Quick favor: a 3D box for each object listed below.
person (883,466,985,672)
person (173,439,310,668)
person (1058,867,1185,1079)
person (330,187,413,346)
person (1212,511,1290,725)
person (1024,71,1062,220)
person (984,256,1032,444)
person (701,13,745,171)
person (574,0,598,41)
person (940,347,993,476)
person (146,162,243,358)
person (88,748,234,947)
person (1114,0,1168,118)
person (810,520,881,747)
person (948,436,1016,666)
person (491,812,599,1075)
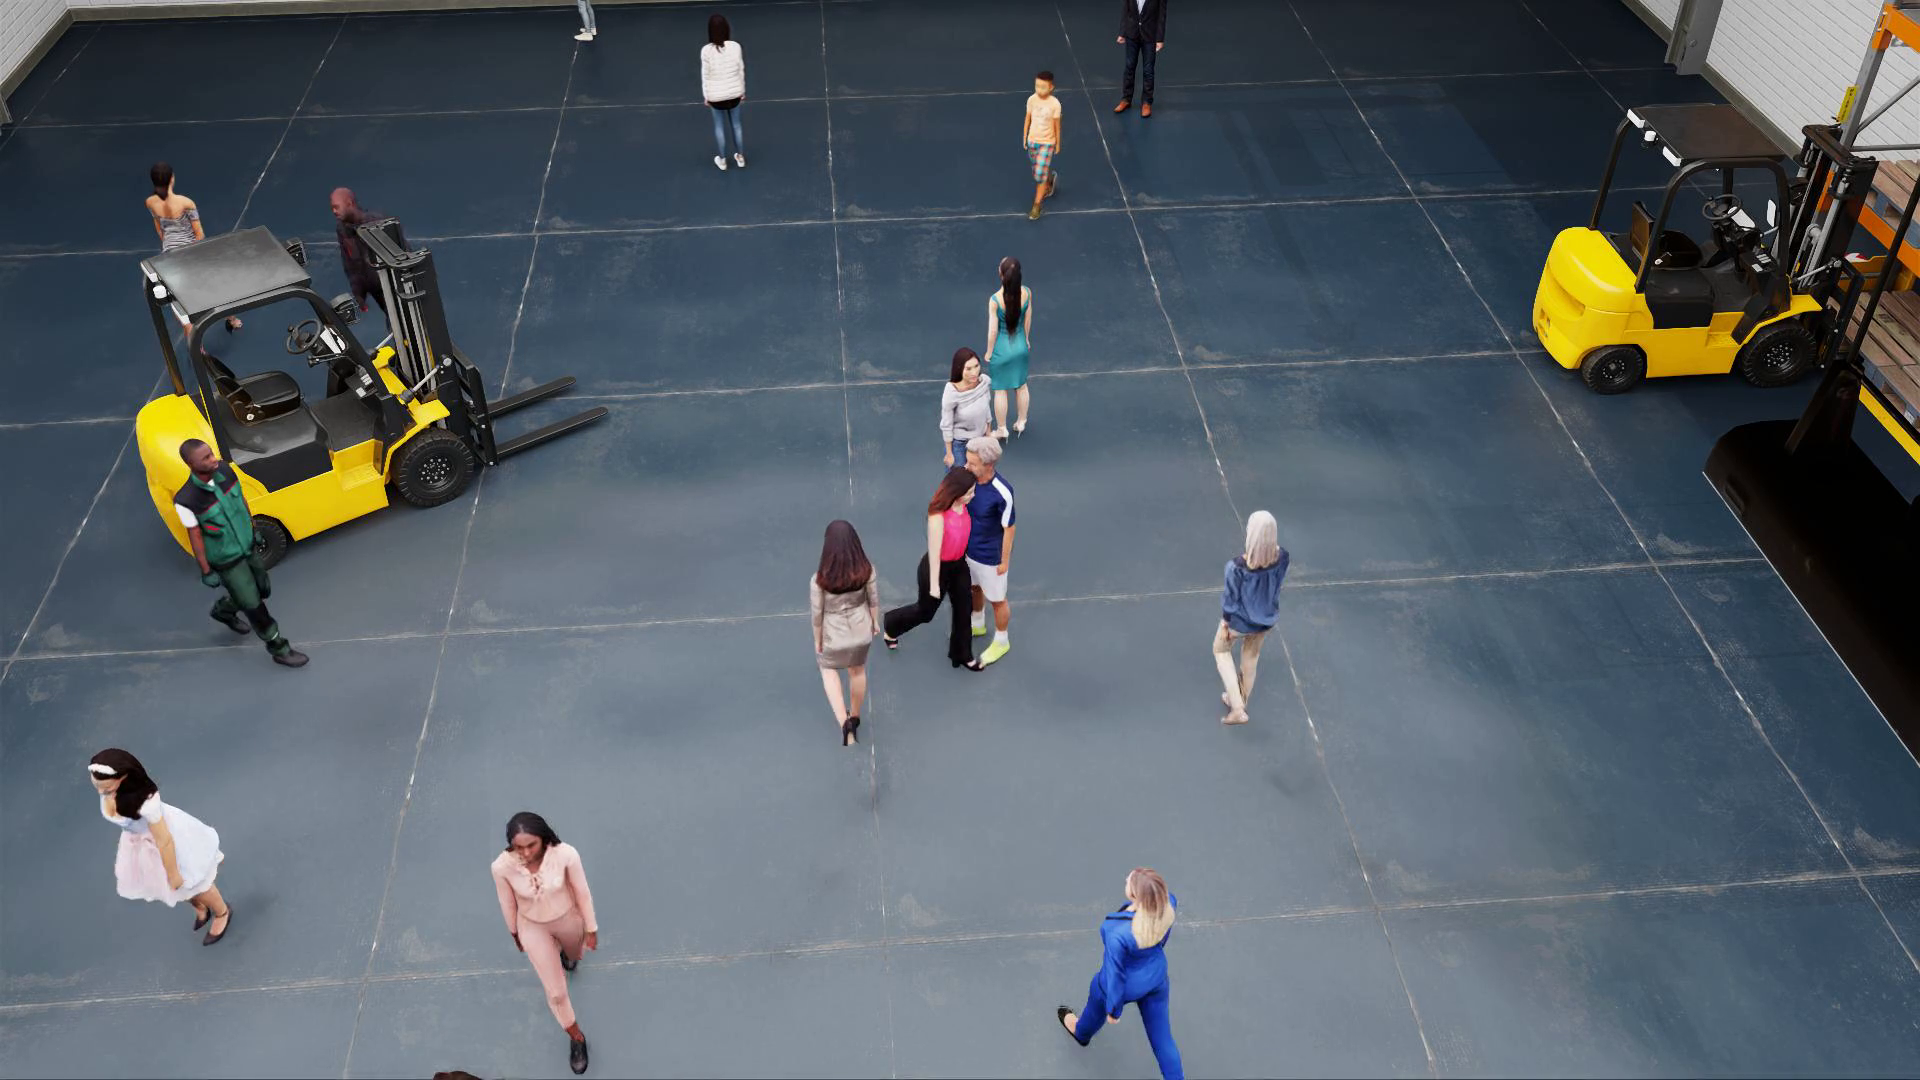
[{"bbox_3d":[-0.179,0.192,11.216,1.077,1.625,1.076,24,44,27],"label":"person"},{"bbox_3d":[-4.969,0.070,11.214,1.005,1.819,1.106,10,40,13],"label":"person"},{"bbox_3d":[0.963,2.336,8.511,1.049,1.651,1.251,-26,46,-29],"label":"person"},{"bbox_3d":[-4.811,-2.205,14.100,0.906,1.772,0.984,0,39,-1],"label":"person"},{"bbox_3d":[1.903,0.569,10.695,0.710,1.686,0.771,-14,41,-17],"label":"person"},{"bbox_3d":[0.846,-3.985,16.596,0.853,1.438,1.013,19,42,22],"label":"person"},{"bbox_3d":[0.393,-1.518,13.309,0.609,1.685,0.591,-17,42,-20],"label":"person"},{"bbox_3d":[-2.455,-4.656,17.277,0.680,1.636,0.670,-17,42,-20],"label":"person"},{"bbox_3d":[-4.588,-6.723,20.131,0.631,1.305,0.506,6,39,8],"label":"person"},{"bbox_3d":[0.029,-0.730,12.364,0.678,1.633,0.695,-27,46,-30],"label":"person"},{"bbox_3d":[-6.654,-2.312,14.215,0.658,1.796,0.939,-1,39,-2],"label":"person"},{"bbox_3d":[-4.375,1.686,9.232,0.864,1.767,0.936,24,45,27],"label":"person"},{"bbox_3d":[2.008,-5.591,18.317,0.762,1.800,0.754,15,41,18],"label":"person"},{"bbox_3d":[-0.699,0.654,10.550,0.678,1.735,0.794,-10,40,-13],"label":"person"},{"bbox_3d":[0.170,0.044,11.233,0.776,1.835,0.676,-28,46,-30],"label":"person"},{"bbox_3d":[-2.176,2.003,8.897,0.764,1.690,1.181,-10,40,-13],"label":"person"}]
